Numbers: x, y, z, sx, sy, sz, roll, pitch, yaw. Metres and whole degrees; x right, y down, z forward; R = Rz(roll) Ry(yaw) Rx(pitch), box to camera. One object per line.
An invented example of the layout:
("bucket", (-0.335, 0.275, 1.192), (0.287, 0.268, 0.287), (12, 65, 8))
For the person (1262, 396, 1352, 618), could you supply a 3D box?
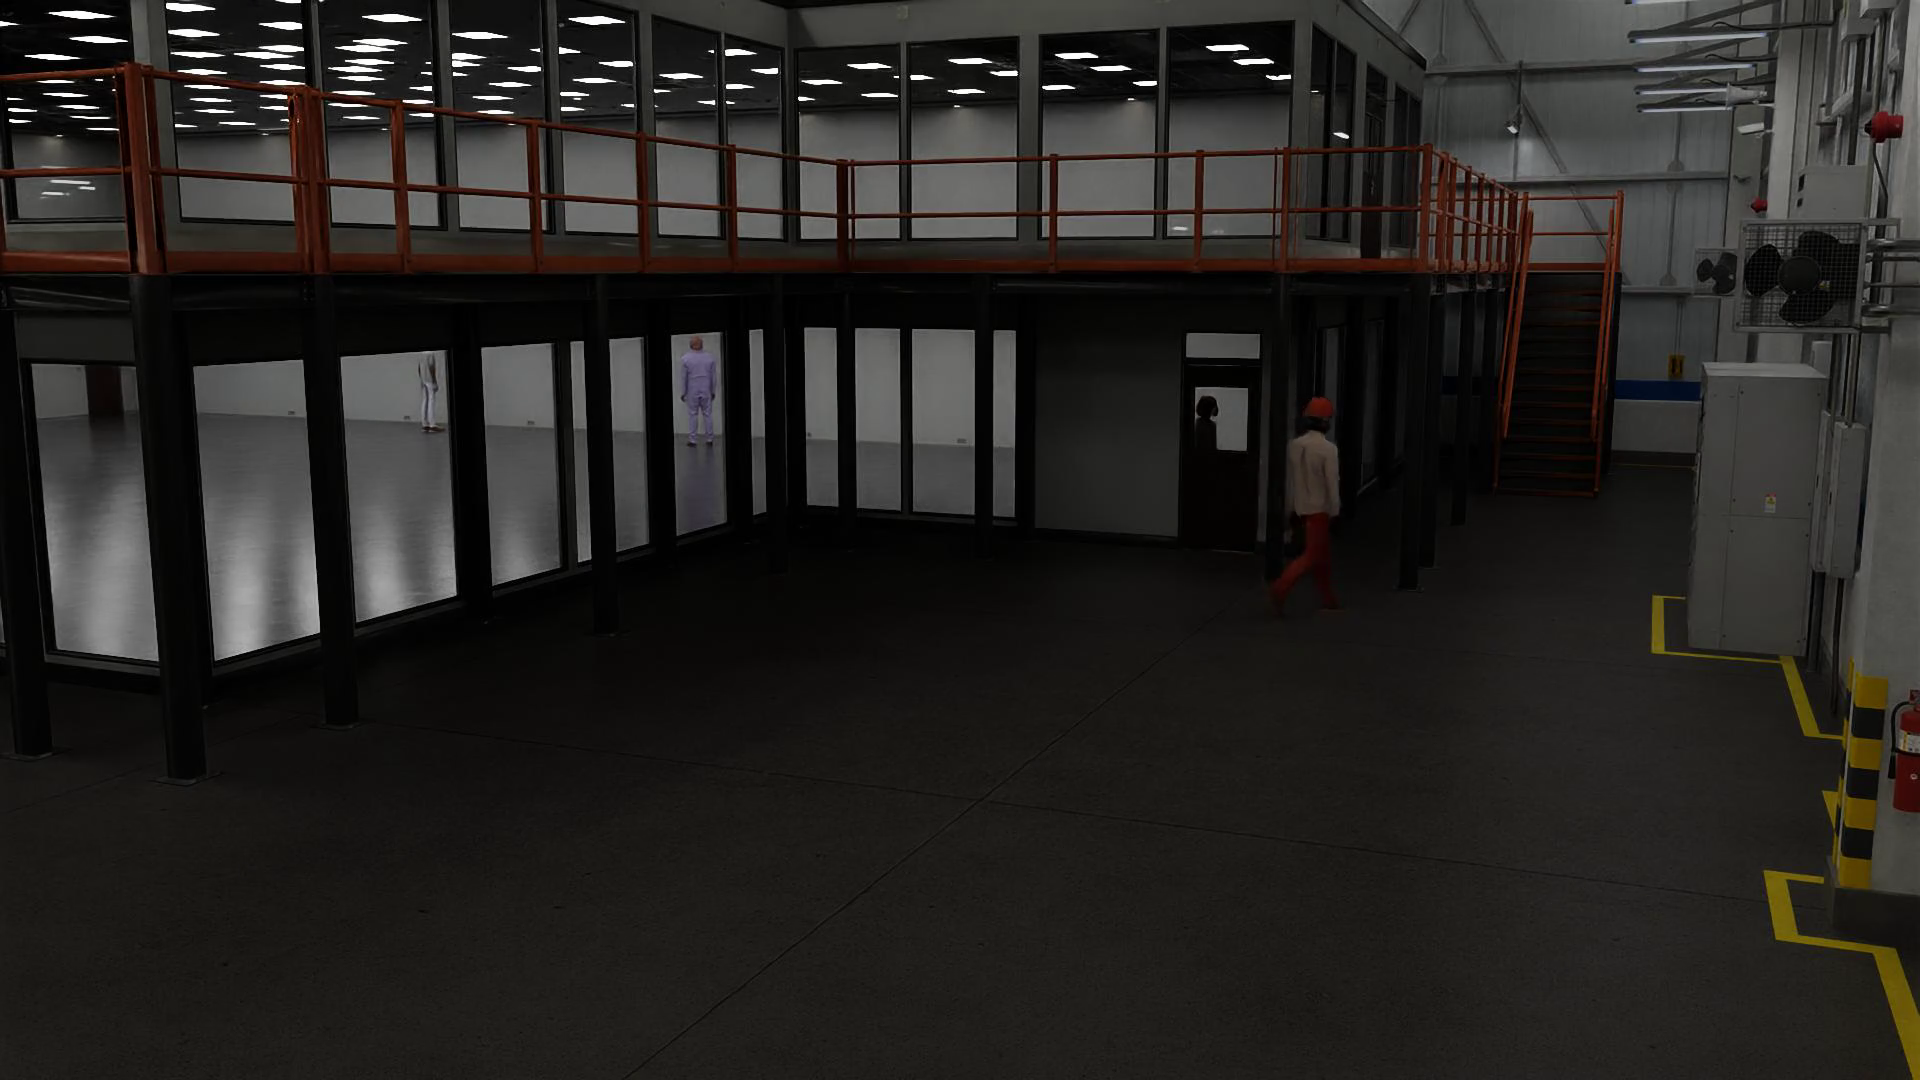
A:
("person", (3.070, -0.281, 14.611), (0.924, 1.966, 0.622), (-3, 10, -19))
